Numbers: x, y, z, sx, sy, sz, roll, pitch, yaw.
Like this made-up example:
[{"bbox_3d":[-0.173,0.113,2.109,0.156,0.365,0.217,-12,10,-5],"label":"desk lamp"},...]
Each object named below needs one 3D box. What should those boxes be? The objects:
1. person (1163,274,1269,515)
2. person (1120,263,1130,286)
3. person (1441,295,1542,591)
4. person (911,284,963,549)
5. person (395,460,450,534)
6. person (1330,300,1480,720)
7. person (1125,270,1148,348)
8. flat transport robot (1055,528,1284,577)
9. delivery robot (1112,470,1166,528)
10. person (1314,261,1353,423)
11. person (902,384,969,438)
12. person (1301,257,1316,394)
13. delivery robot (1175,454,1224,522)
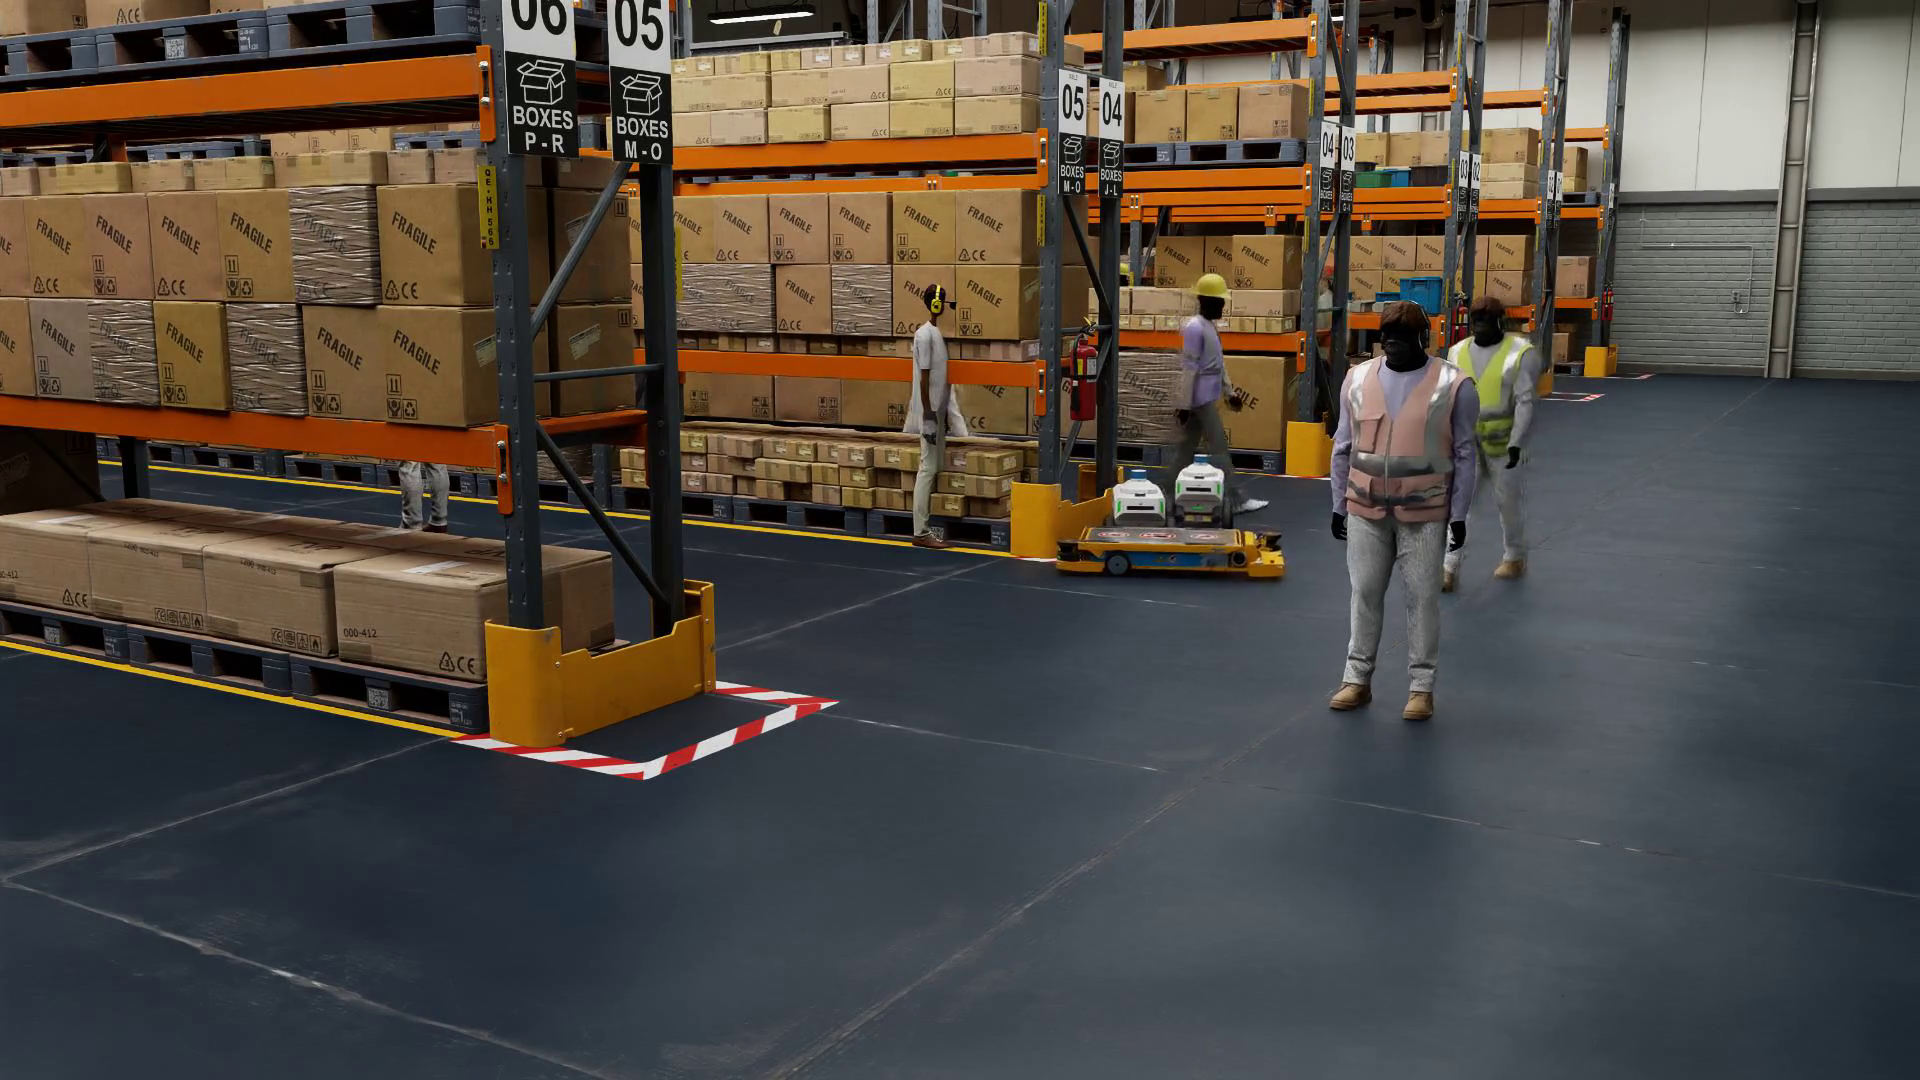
[{"bbox_3d":[1.990,-1.131,13.047,0.871,1.886,0.589,2,10,12],"label":"person"},{"bbox_3d":[2.381,-3.140,24.713,0.403,1.918,0.612,6,11,30],"label":"person"},{"bbox_3d":[3.261,-0.603,10.246,0.623,1.803,0.945,8,12,38],"label":"person"},{"bbox_3d":[-0.165,-0.866,11.596,0.333,1.860,0.510,2,10,12],"label":"person"},{"bbox_3d":[-3.896,-0.943,11.804,0.370,1.941,0.627,5,11,29],"label":"person"},{"bbox_3d":[1.929,-0.130,7.326,0.631,1.842,0.428,6,11,31],"label":"person"},{"bbox_3d":[2.641,-2.988,23.918,0.938,1.893,0.531,-1,10,-5],"label":"person"},{"bbox_3d":[1.362,0.066,10.773,1.431,0.197,0.652,1,10,9],"label":"flat transport robot"},{"bbox_3d":[1.230,-0.243,11.477,0.477,0.478,0.707,1,10,3],"label":"delivery robot"},{"bbox_3d":[3.860,-1.888,17.194,0.645,1.980,0.426,-9,14,-44],"label":"person"},{"bbox_3d":[-0.271,-1.533,15.592,1.005,1.830,0.594,6,12,33],"label":"person"},{"bbox_3d":[4.974,-3.162,24.530,0.582,2.028,0.631,5,11,26],"label":"person"},{"bbox_3d":[1.784,-0.392,12.350,0.477,0.478,0.707,2,10,10],"label":"delivery robot"}]
